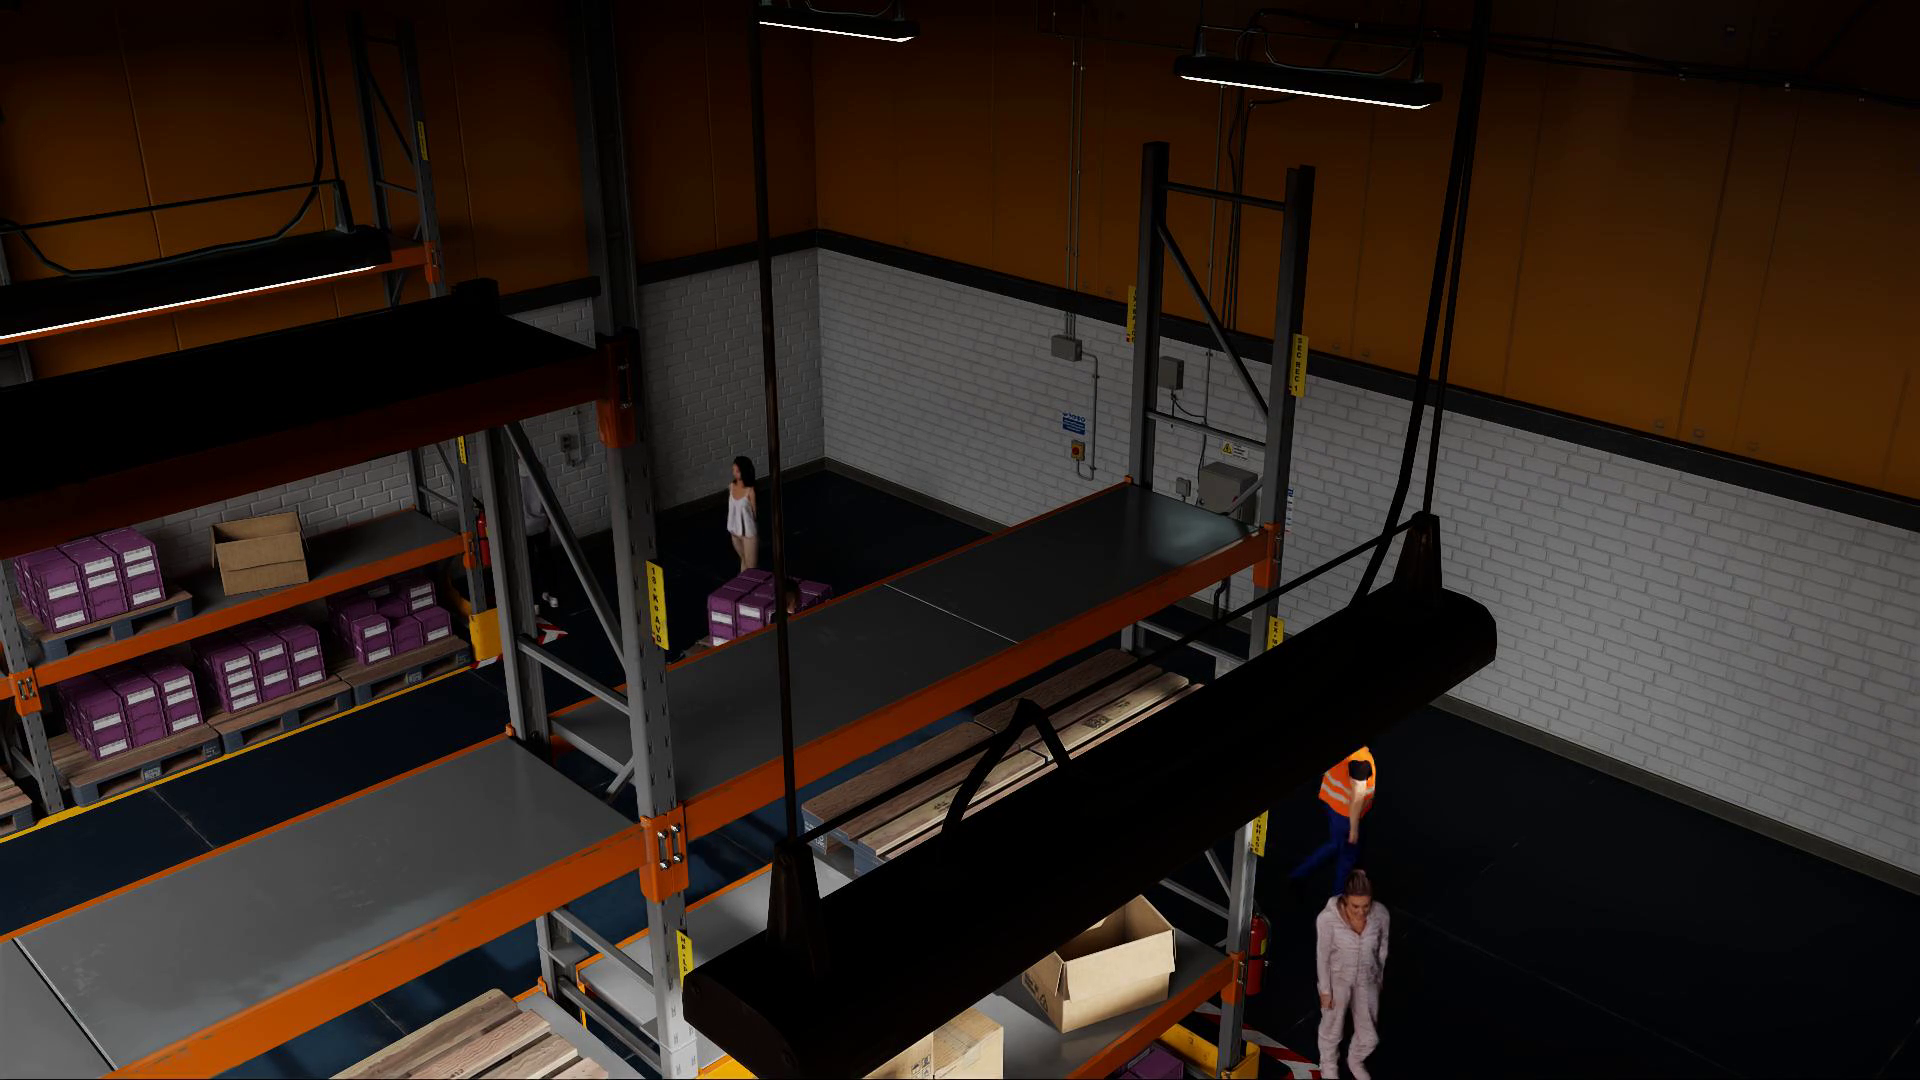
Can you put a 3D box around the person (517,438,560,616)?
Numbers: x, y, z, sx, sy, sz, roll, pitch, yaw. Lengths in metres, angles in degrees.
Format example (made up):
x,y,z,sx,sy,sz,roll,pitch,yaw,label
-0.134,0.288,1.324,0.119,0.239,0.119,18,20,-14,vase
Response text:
x,y,z,sx,sy,sz,roll,pitch,yaw,label
-4.364,-0.175,16.937,0.740,1.929,0.526,20,31,39,person

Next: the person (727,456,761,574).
x,y,z,sx,sy,sz,roll,pitch,yaw,label
-2.299,-0.042,17.001,0.898,1.635,0.634,22,32,40,person

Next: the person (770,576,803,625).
x,y,z,sx,sy,sz,roll,pitch,yaw,label
-1.452,1.199,13.771,0.836,1.949,0.826,-12,26,-26,person

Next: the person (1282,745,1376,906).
x,y,z,sx,sy,sz,roll,pitch,yaw,label
2.732,1.965,12.120,1.084,1.867,0.991,-3,24,-7,person

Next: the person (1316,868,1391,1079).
x,y,z,sx,sy,sz,roll,pitch,yaw,label
2.451,2.741,10.590,0.752,1.671,0.818,-3,24,-6,person
